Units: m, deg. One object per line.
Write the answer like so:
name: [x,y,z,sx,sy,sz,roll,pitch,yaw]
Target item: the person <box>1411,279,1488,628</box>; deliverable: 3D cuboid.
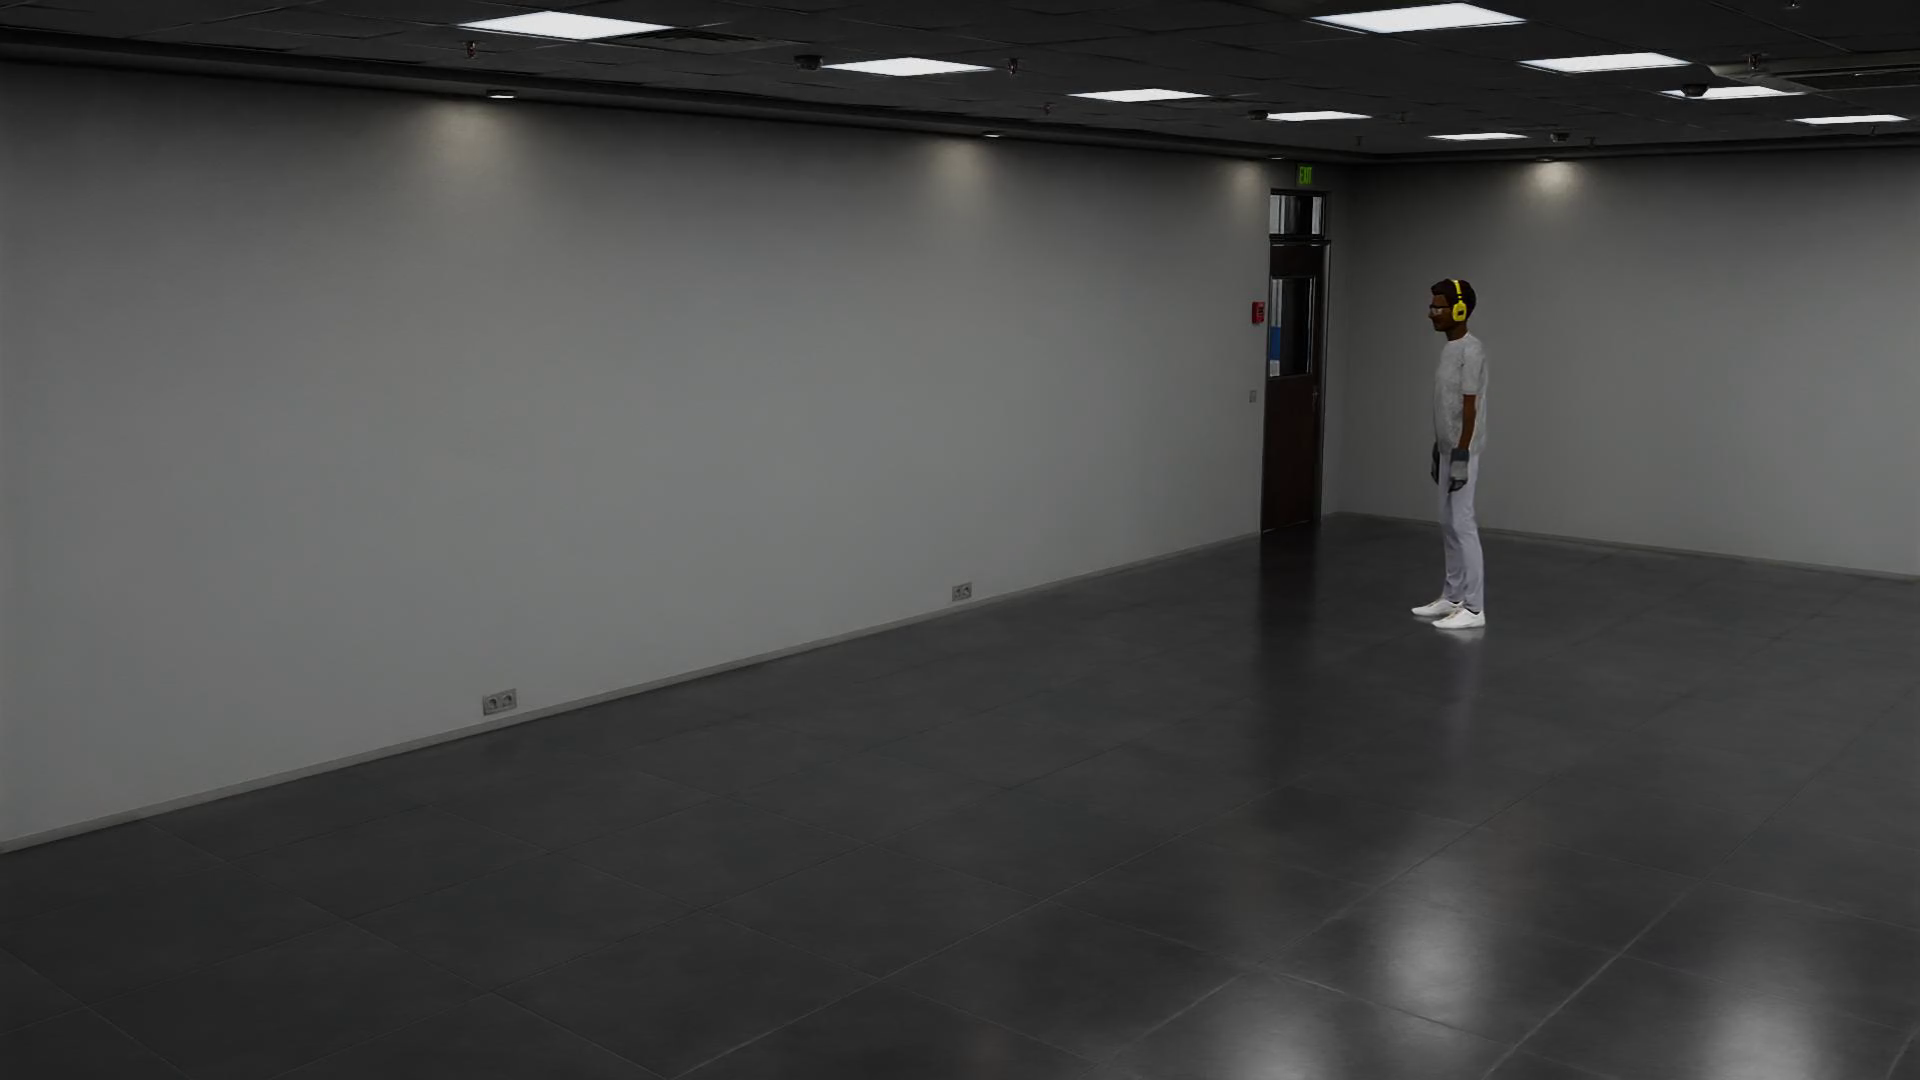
person: [2.649,-0.458,8.913,0.331,1.861,0.494,0,10,-3]
